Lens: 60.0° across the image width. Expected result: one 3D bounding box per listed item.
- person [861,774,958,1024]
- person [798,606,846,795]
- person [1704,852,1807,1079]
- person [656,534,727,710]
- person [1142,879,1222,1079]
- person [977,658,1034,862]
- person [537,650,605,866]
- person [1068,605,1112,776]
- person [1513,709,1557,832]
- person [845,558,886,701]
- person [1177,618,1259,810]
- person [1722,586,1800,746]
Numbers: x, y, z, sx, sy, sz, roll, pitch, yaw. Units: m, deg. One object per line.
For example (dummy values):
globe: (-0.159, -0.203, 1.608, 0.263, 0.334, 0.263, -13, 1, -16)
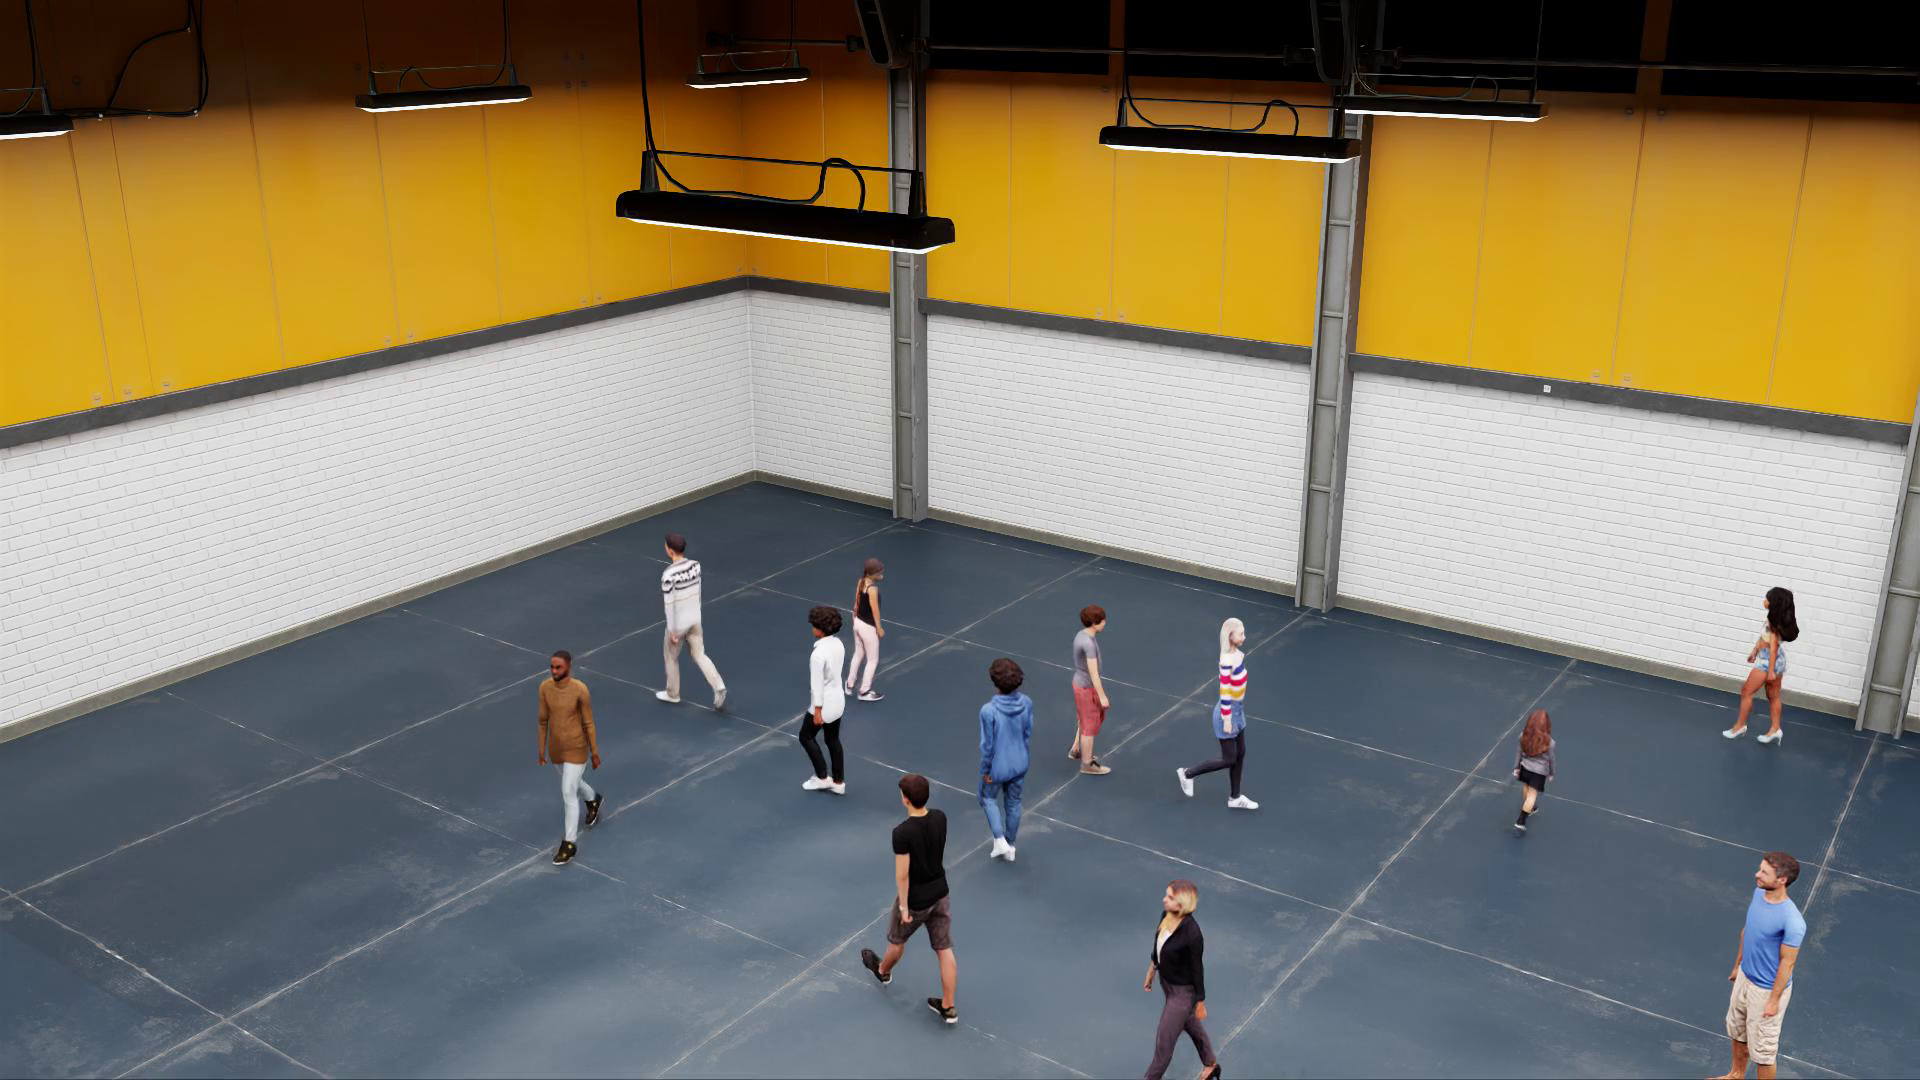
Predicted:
person: (-0.199, 2.552, 11.703, 0.896, 1.811, 1.251, -14, 23, -36)
person: (-1.136, 1.466, 14.949, 0.663, 1.797, 0.703, 9, 21, 25)
person: (5.185, 2.848, 10.740, 0.770, 1.864, 0.728, -2, 19, -5)
person: (-2.714, 0.843, 16.743, 1.085, 1.832, 0.755, 15, 24, 38)
person: (1.510, 2.947, 10.814, 1.050, 1.630, 1.058, -6, 20, -17)
person: (0.407, 1.859, 13.780, 0.813, 1.799, 0.848, -8, 20, -22)
person: (-3.277, 1.756, 14.116, 1.221, 1.779, 0.981, 6, 19, 16)
person: (1.126, 1.392, 15.413, 0.783, 1.641, 0.741, 0, 19, 1)
person: (4.969, 2.011, 14.455, 0.739, 1.079, 0.579, 15, 24, 38)
person: (-1.003, 0.898, 17.033, 0.847, 1.545, 0.658, -16, 24, -39)
person: (2.308, 1.543, 14.724, 1.015, 1.794, 0.769, 8, 20, 22)
person: (7.847, 1.229, 15.951, 0.748, 1.606, 0.586, 11, 22, 30)
